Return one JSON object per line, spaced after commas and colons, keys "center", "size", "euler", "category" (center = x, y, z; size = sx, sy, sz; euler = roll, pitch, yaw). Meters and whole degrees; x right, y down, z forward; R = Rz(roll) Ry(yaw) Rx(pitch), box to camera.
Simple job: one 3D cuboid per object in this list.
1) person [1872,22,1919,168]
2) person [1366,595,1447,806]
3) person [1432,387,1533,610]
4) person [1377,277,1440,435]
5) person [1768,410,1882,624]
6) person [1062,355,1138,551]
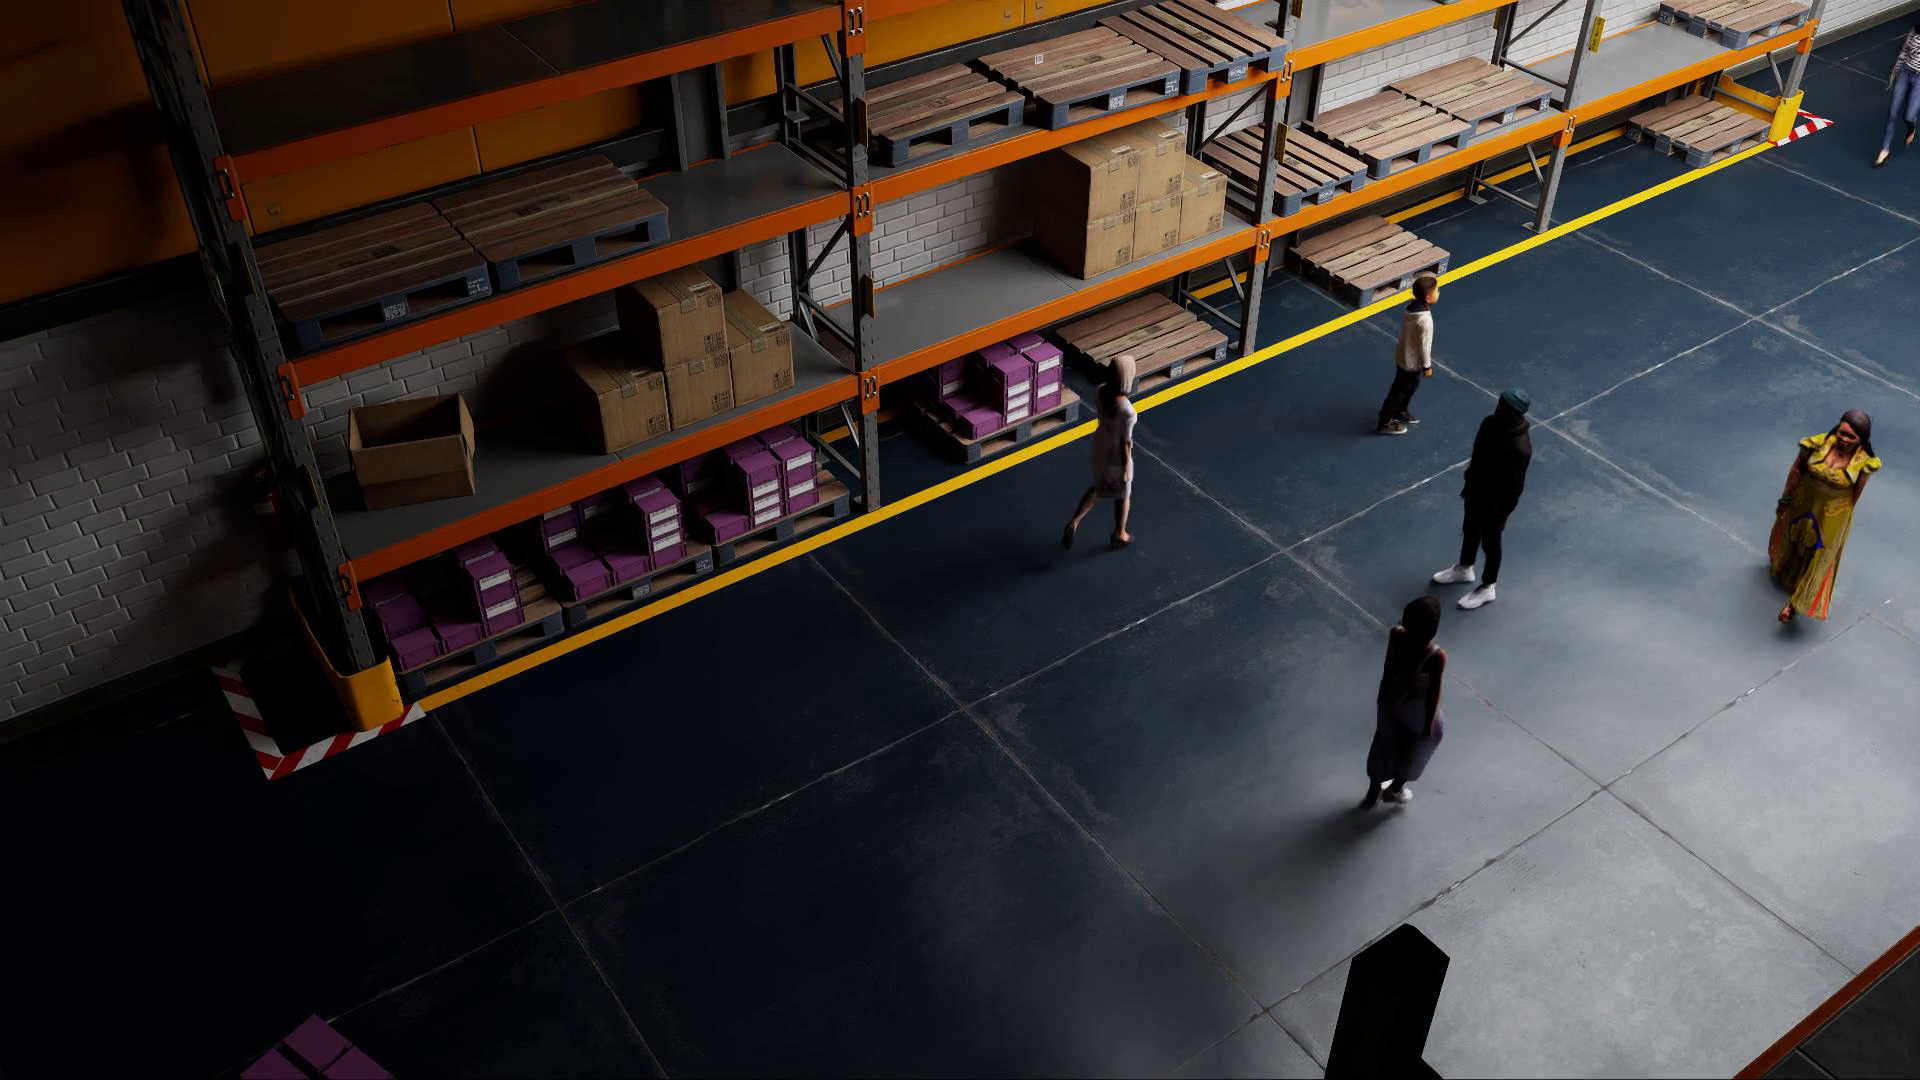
{"center": [10.027, -4.783, 17.439], "size": [0.778, 1.777, 0.597], "euler": [-24, 44, -27], "category": "person"}
{"center": [2.696, 1.052, 10.207], "size": [0.690, 1.684, 0.634], "euler": [-30, 47, -32], "category": "person"}
{"center": [3.778, -0.319, 11.817], "size": [0.687, 1.817, 0.737], "euler": [-11, 40, -14], "category": "person"}
{"center": [3.610, -1.492, 13.586], "size": [0.764, 1.442, 0.710], "euler": [3, 39, 4], "category": "person"}
{"center": [6.173, -0.280, 11.930], "size": [1.025, 1.615, 1.298], "euler": [26, 45, 28], "category": "person"}
{"center": [1.054, -0.589, 12.224], "size": [0.907, 1.731, 0.602], "euler": [-25, 45, -28], "category": "person"}
